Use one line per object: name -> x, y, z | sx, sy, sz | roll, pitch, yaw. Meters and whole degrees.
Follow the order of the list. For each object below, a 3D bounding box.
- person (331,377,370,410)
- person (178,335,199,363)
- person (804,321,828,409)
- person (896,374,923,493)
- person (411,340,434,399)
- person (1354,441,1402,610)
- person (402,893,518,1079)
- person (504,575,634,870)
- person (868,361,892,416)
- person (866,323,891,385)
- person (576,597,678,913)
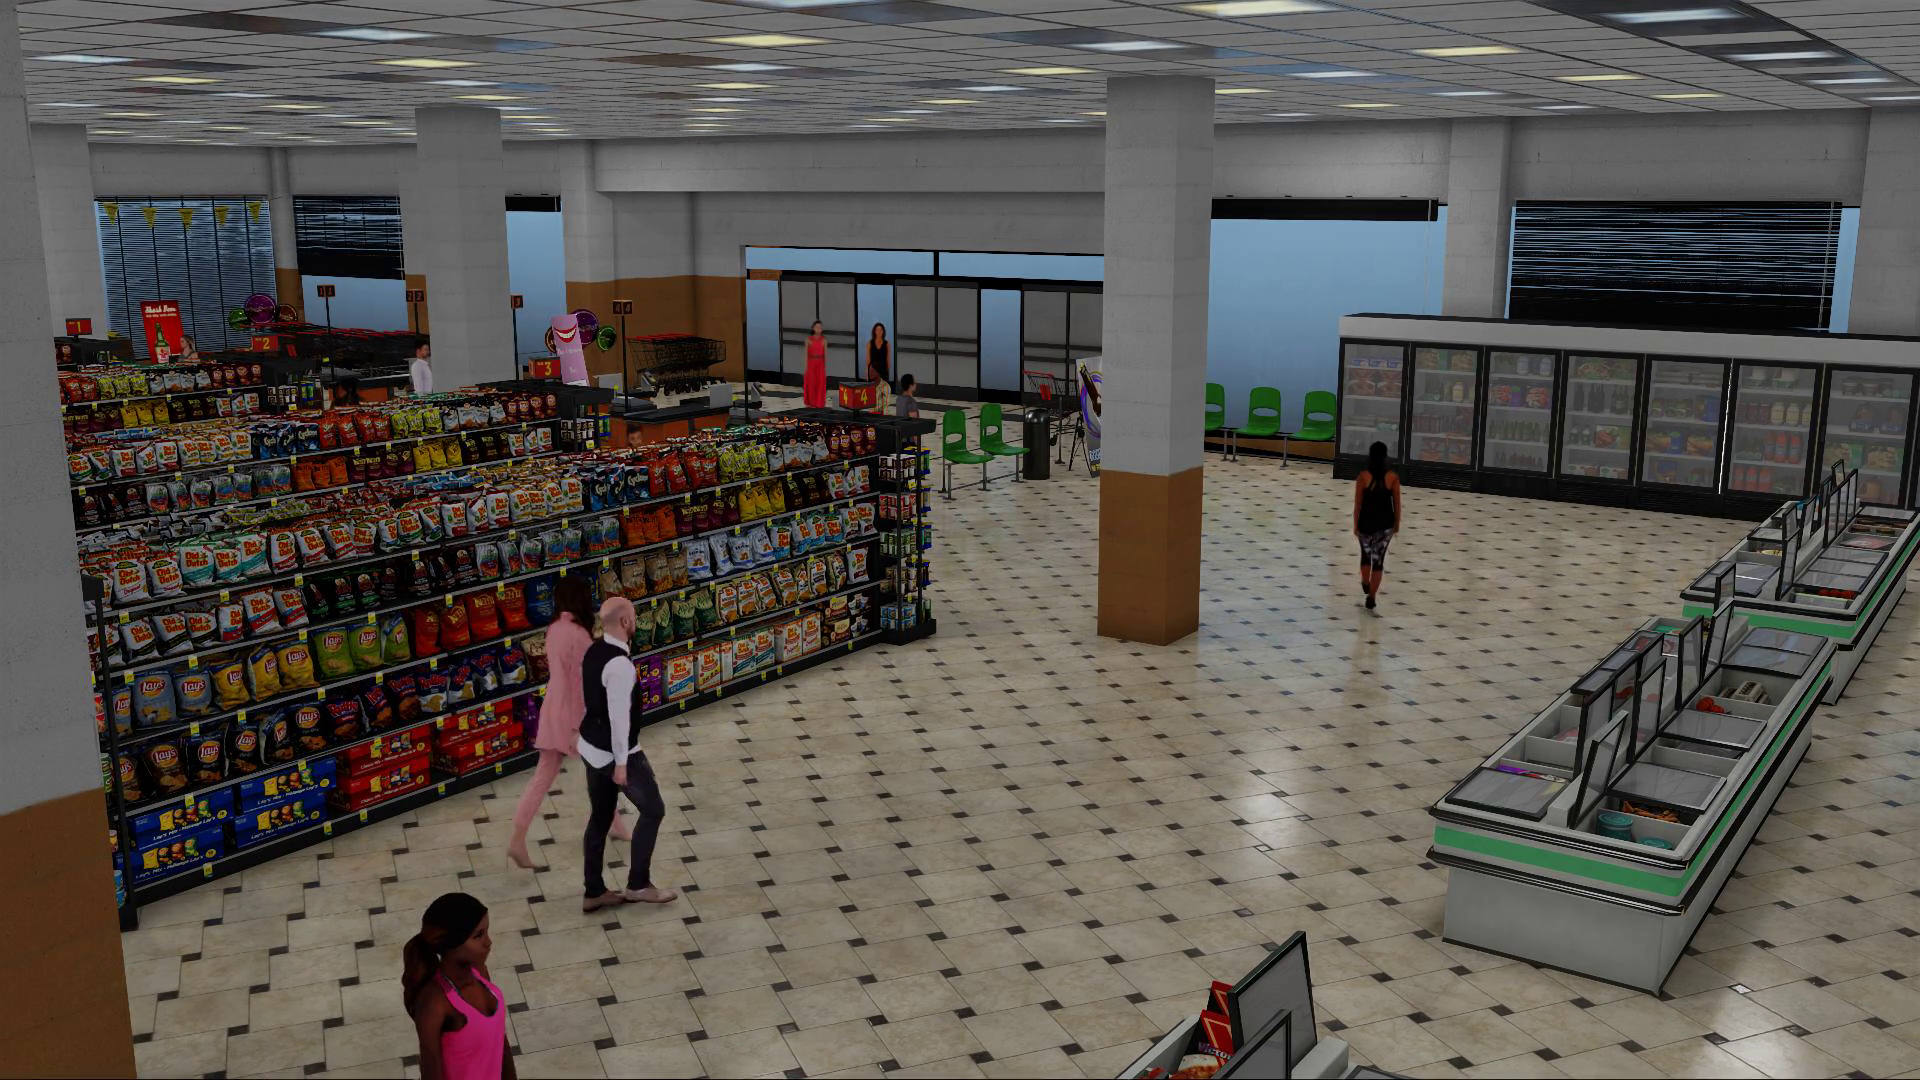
person -> -7.835, -1.254, 21.460 | 0.827, 1.661, 0.914 | -6, 13, -25
person -> -12.680, -2.519, 27.456 | 0.580, 1.665, 0.515 | 7, 14, 30
person -> -2.644, -3.092, 30.119 | 1.085, 1.689, 1.116 | -2, 12, -10
person -> -0.658, -1.240, 21.165 | 0.685, 1.754, 0.703 | -7, 14, -29
person -> -7.990, -2.042, 24.689 | 0.786, 1.872, 0.715 | -1, 12, -5
person -> 4.045, -0.121, 16.172 | 0.879, 1.622, 1.160 | 3, 12, 12
person -> -1.780, 2.033, 5.766 | 0.890, 1.695, 0.987 | 3, 12, 12
person -> -2.419, 1.136, 9.905 | 0.723, 1.745, 1.202 | 11, 16, 43
person -> -1.087, -1.515, 22.374 | 0.592, 1.795, 0.629 | -11, 16, -41
person -> -1.394, -2.761, 28.238 | 1.003, 1.817, 1.114 | -1, 12, -5
person -> -2.019, 1.231, 9.315 | 0.841, 1.803, 0.801 | -9, 15, -36
